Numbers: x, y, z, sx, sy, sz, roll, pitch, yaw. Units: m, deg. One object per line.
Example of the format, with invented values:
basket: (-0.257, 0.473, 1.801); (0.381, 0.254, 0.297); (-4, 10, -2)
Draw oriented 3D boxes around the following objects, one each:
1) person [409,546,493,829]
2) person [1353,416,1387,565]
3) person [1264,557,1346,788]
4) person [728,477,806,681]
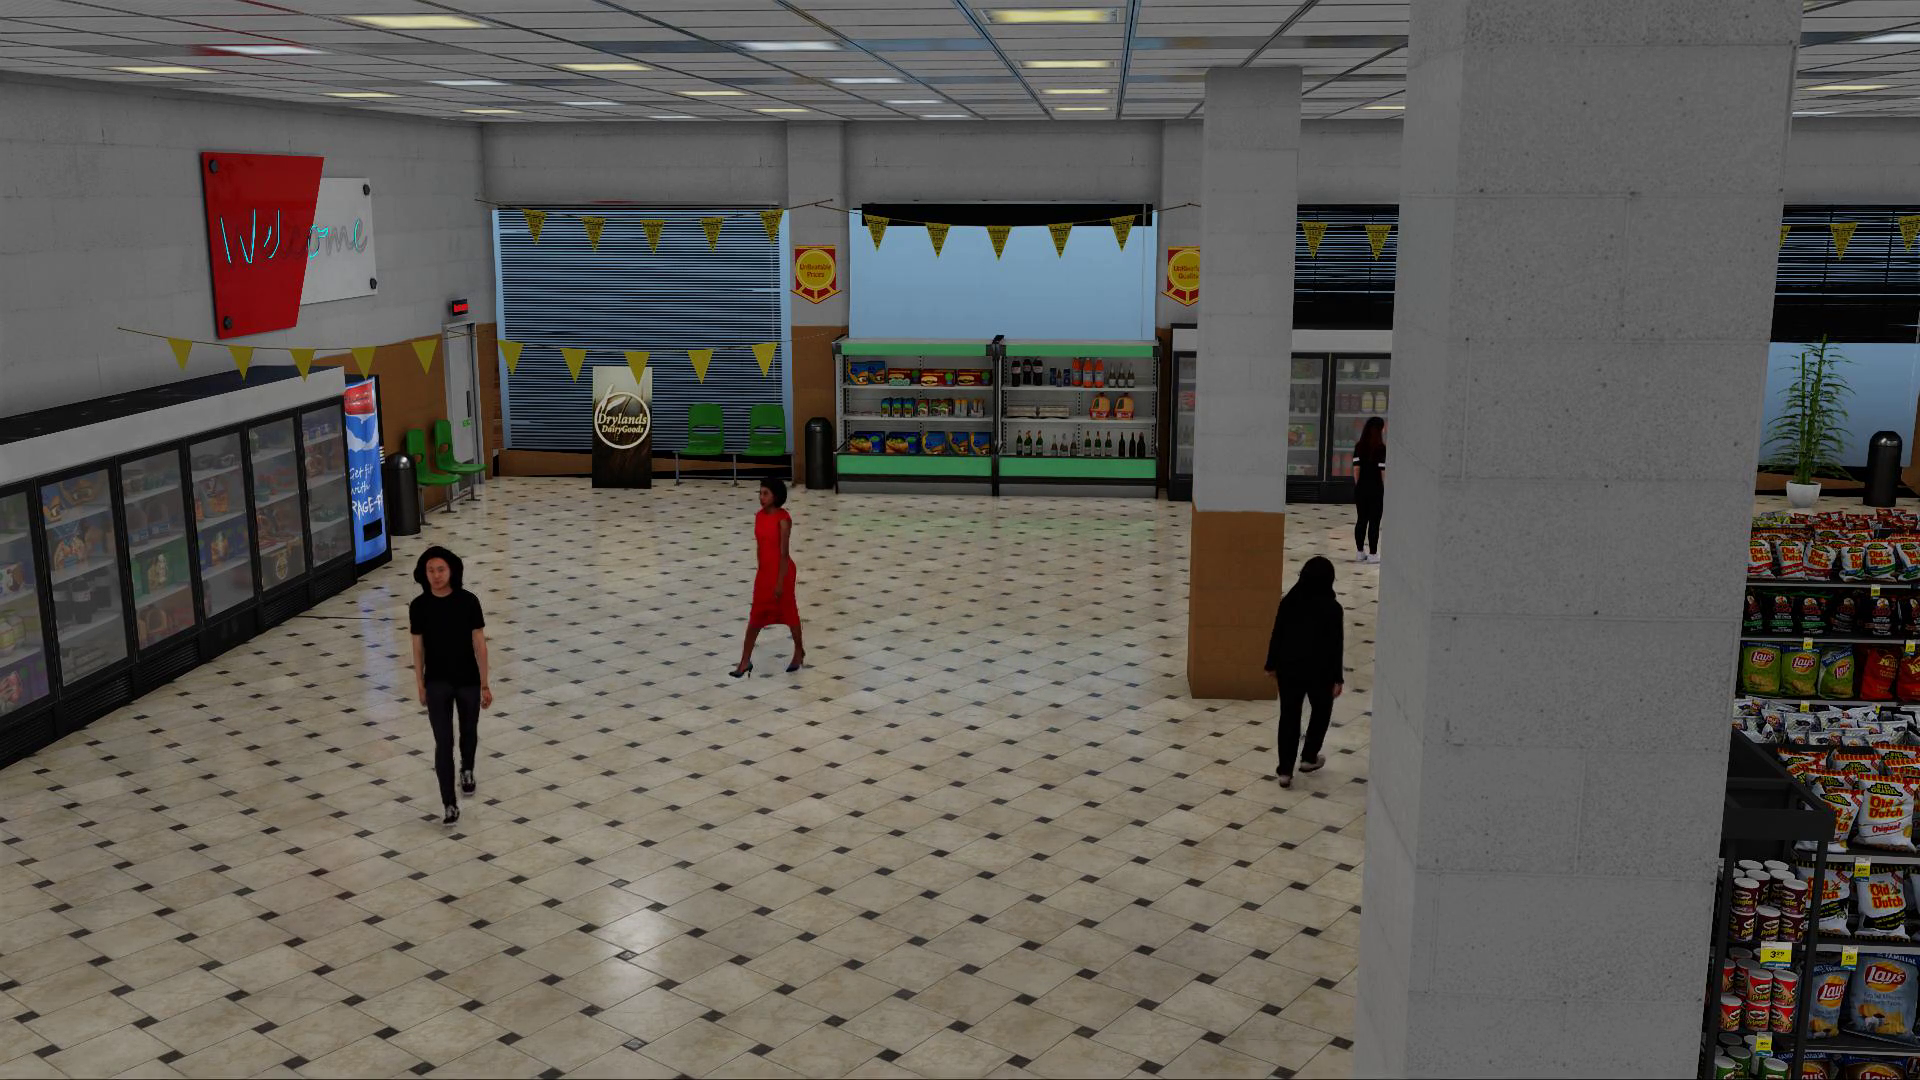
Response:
person: (-3.359, 0.915, 11.071); (1.162, 1.799, 0.979); (-3, 12, -15)
person: (4.560, -0.560, 18.465); (0.771, 1.639, 0.711); (-10, 15, -39)
person: (2.380, 0.940, 11.476); (0.938, 1.583, 1.012); (6, 13, 27)
person: (-1.485, 0.337, 14.051); (1.098, 1.702, 1.043); (9, 15, 38)
